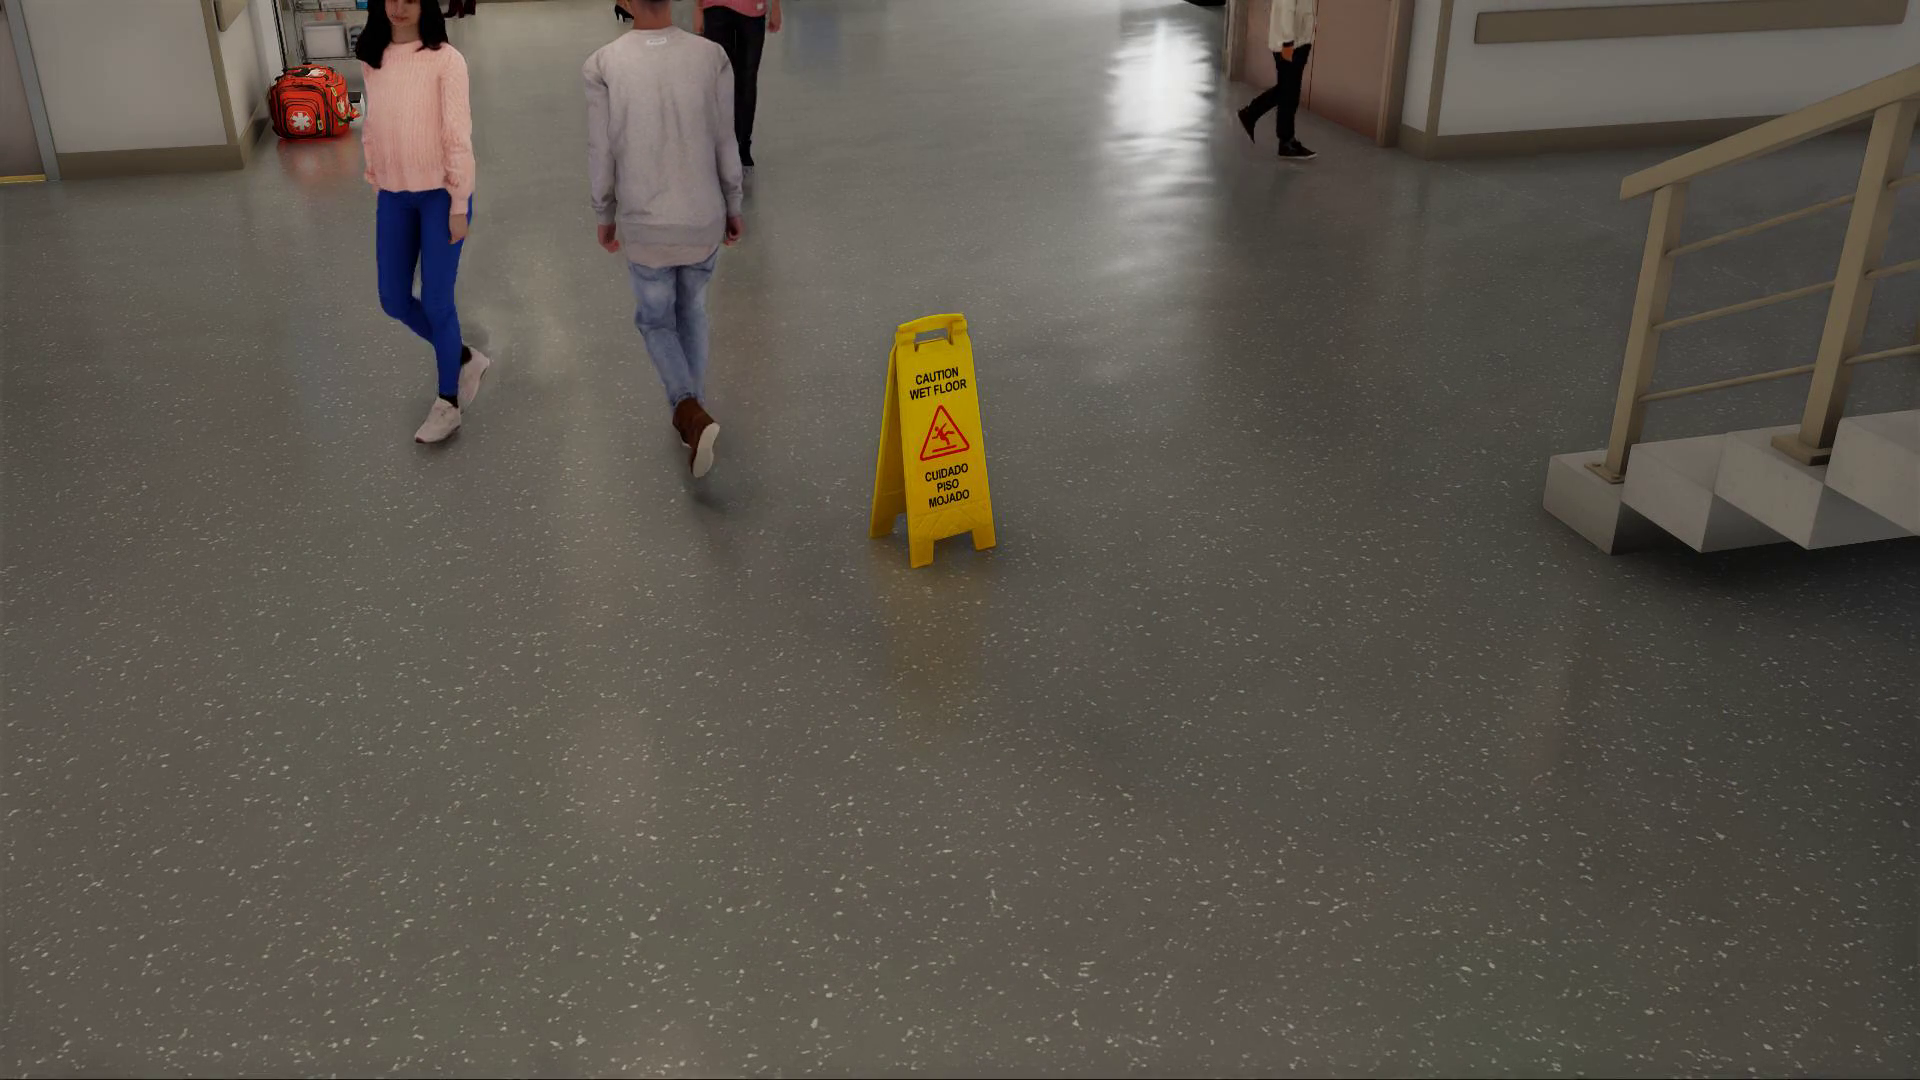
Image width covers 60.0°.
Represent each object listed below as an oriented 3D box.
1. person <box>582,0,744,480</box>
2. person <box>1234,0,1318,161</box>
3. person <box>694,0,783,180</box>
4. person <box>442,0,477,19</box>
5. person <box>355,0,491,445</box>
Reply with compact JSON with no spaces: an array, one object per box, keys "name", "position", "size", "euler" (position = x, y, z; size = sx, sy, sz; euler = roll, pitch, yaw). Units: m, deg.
[{"name":"person","position":[-0.977,-1.097,5.770],"size":[0.772,1.818,1.079],"euler":[-10,28,-20]},{"name":"person","position":[2.004,-3.111,10.379],"size":[0.901,1.442,0.863],"euler":[11,28,22]},{"name":"person","position":[-1.349,-3.162,9.930],"size":[0.651,1.924,1.086],"euler":[-6,26,-13]},{"name":"person","position":[-4.849,-5.855,15.761],"size":[0.717,1.710,0.653],"euler":[13,29,26]},{"name":"person","position":[-1.920,-1.245,6.162],"size":[0.843,1.745,0.900],"euler":[12,28,23]}]
